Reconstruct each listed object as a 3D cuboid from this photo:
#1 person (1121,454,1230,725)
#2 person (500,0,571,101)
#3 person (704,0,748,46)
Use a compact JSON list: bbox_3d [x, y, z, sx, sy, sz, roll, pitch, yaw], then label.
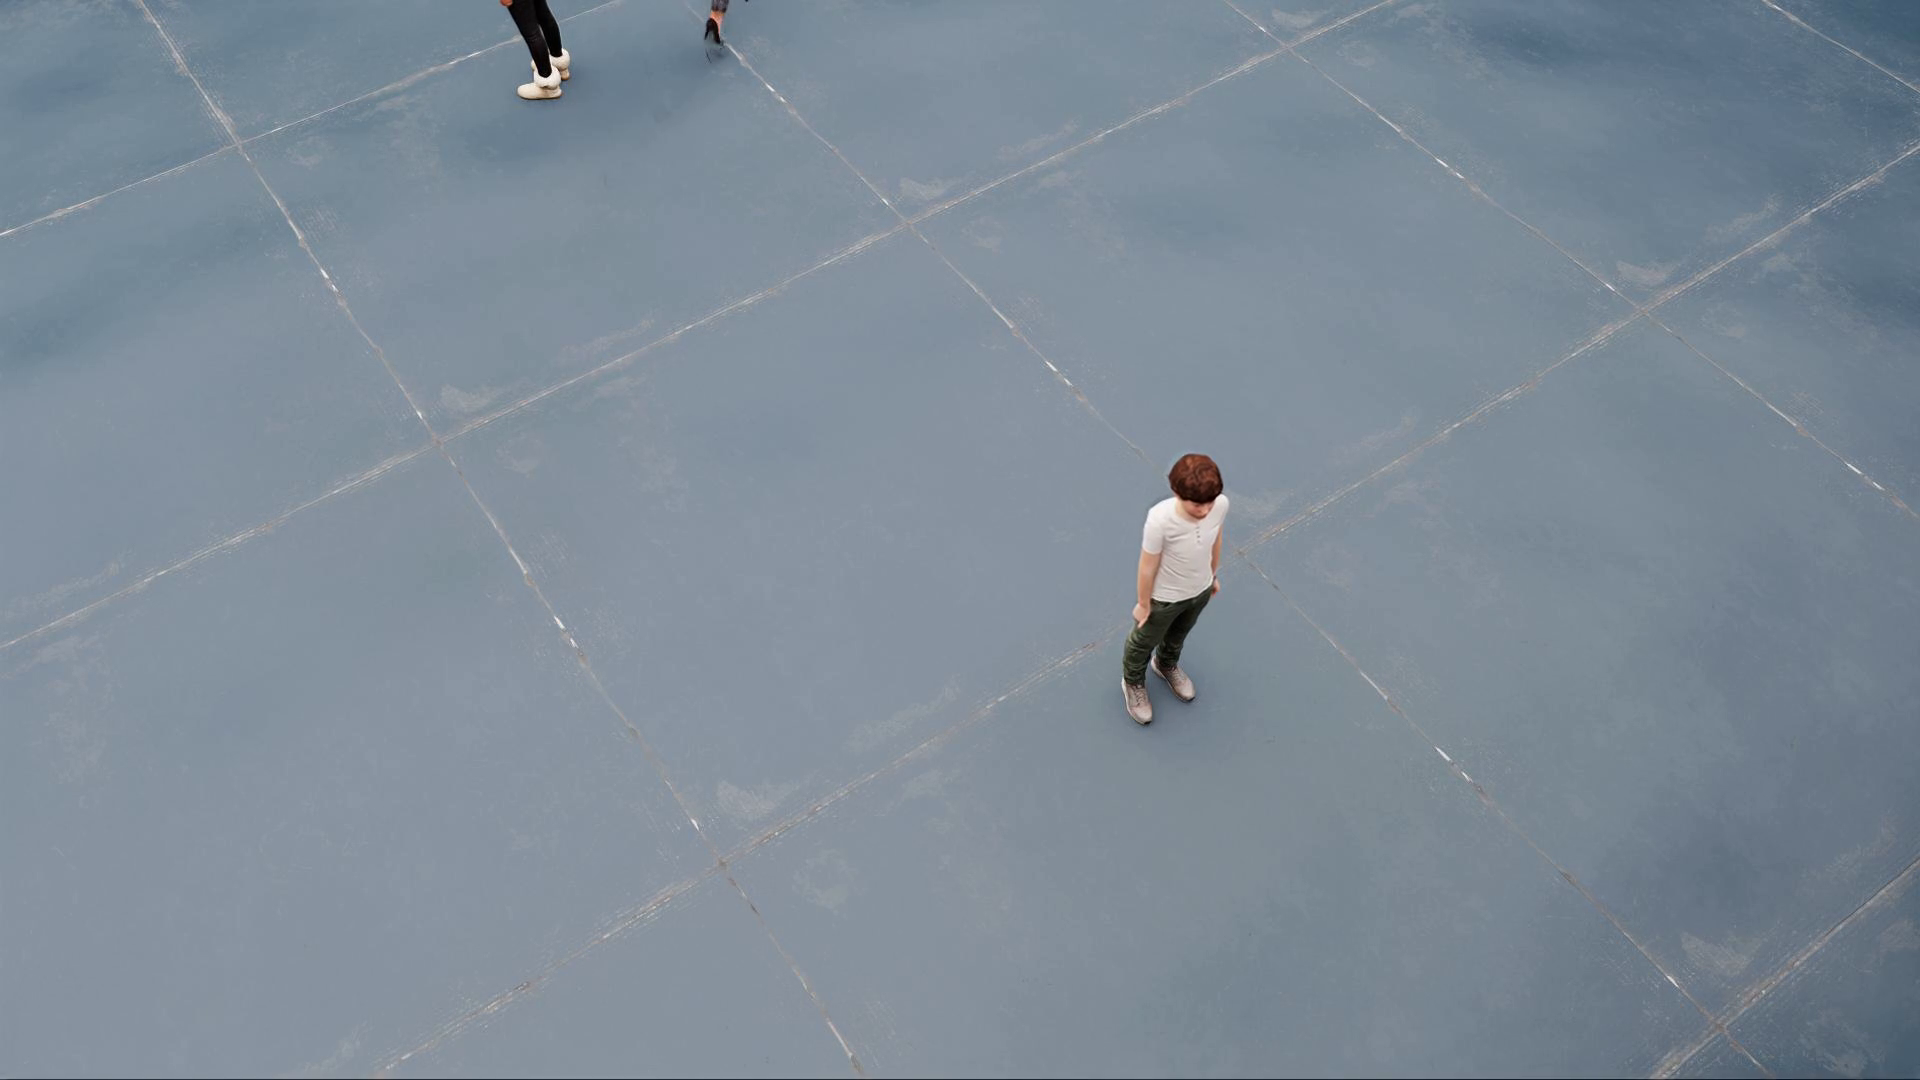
[{"bbox_3d":[0.935,0.190,7.219,0.604,1.653,0.563,-22,56,-17],"label":"person"},{"bbox_3d":[-2.650,-3.423,10.014,0.736,1.659,0.684,10,53,8],"label":"person"},{"bbox_3d":[-1.492,-3.910,10.378,1.152,1.678,1.086,18,54,13],"label":"person"}]
